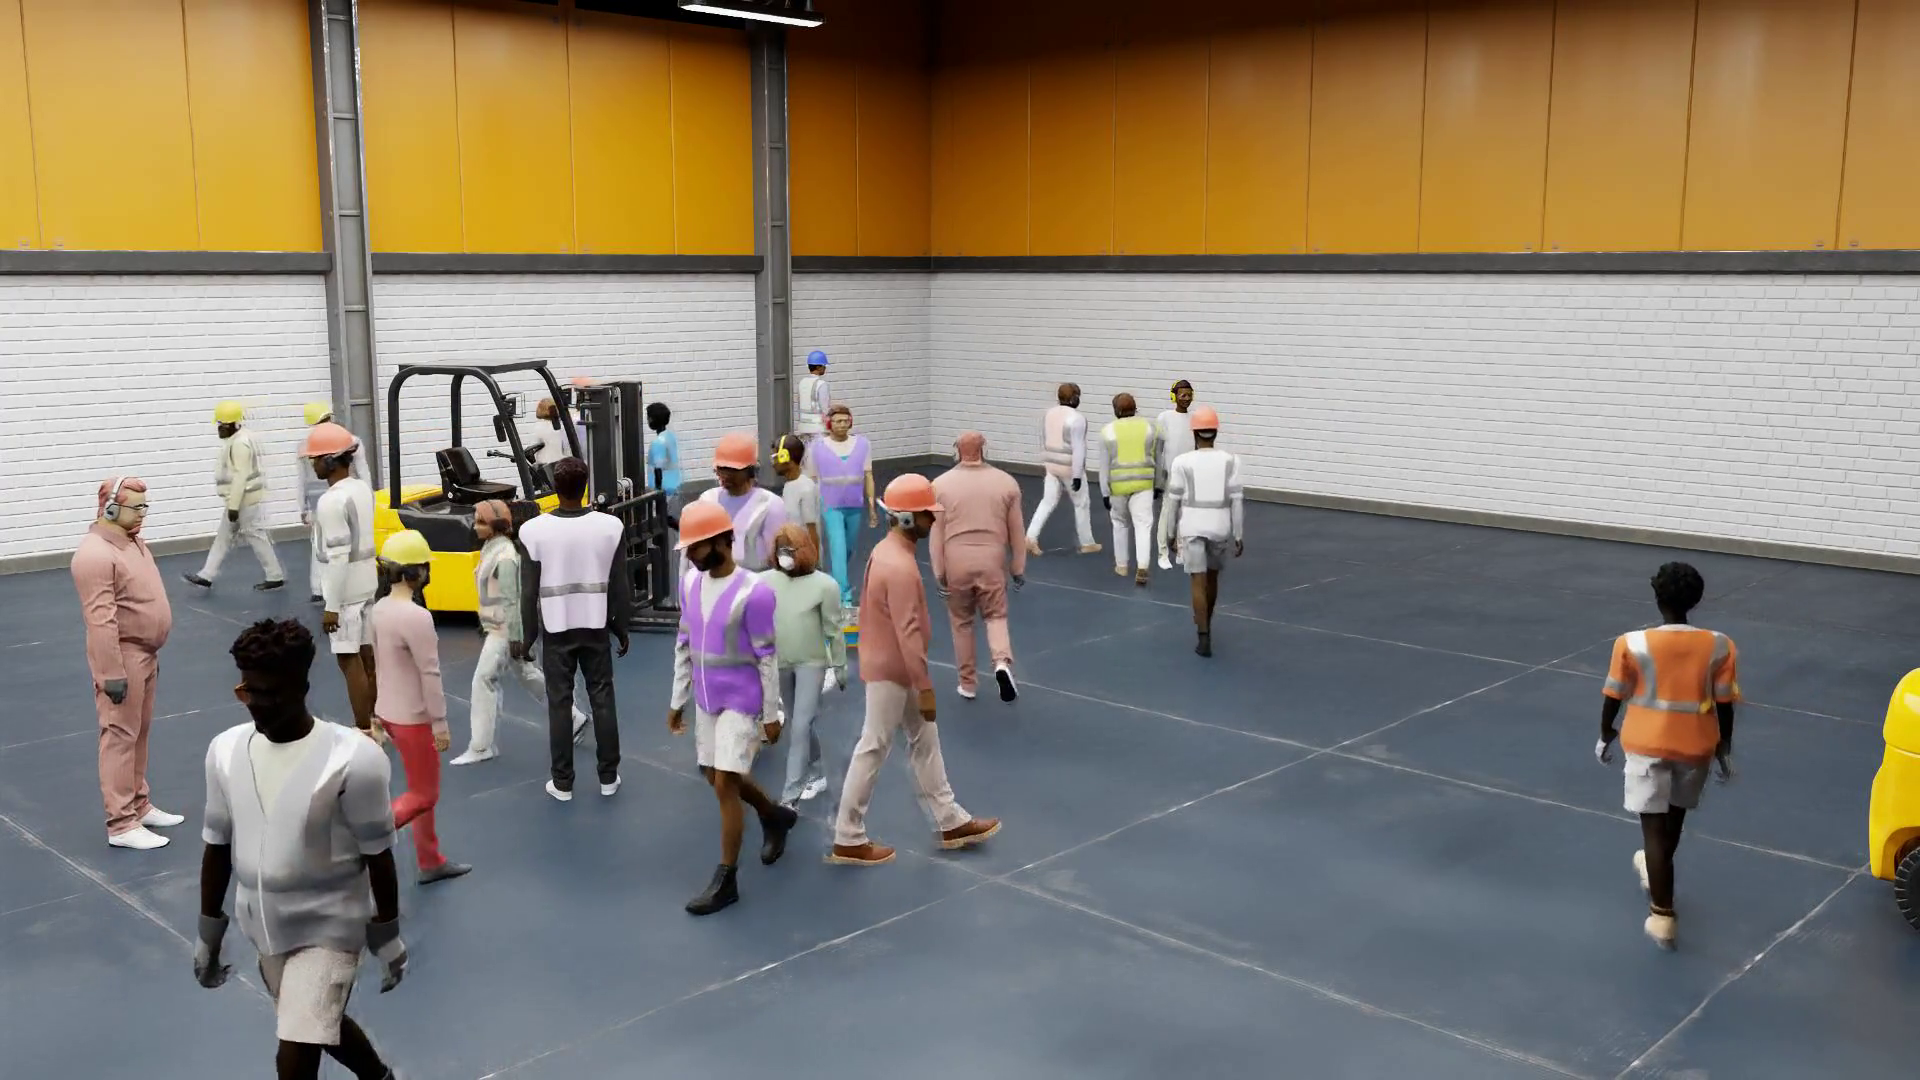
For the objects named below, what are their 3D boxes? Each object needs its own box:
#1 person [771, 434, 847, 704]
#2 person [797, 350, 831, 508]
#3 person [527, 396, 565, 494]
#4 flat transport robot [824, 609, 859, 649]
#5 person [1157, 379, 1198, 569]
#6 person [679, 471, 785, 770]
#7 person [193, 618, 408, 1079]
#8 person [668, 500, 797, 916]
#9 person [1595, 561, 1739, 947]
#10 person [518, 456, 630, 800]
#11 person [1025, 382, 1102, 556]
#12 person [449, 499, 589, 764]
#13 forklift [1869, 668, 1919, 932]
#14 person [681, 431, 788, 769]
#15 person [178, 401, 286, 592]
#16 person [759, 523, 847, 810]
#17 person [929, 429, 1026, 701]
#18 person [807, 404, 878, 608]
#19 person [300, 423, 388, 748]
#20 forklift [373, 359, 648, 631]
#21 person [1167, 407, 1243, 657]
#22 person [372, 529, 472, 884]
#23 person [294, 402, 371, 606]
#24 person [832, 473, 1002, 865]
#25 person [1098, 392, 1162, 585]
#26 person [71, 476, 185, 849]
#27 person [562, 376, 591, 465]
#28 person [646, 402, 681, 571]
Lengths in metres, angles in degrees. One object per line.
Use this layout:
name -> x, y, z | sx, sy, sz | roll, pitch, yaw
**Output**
person -> -1.091, 0.207, 11.275 | 0.444, 1.831, 0.536 | -4, 10, -22
person -> -1.777, -1.369, 20.588 | 0.389, 1.946, 0.614 | -7, 12, -38
person -> -4.286, -0.706, 17.549 | 0.627, 1.610, 0.507 | 7, 12, 38
flat transport robot -> -1.043, 0.707, 12.988 | 1.431, 0.197, 0.652 | -4, 10, -23
person -> 2.169, -0.649, 16.410 | 0.518, 1.874, 0.327 | -4, 10, -23
person -> -1.355, 0.407, 10.027 | 0.718, 1.839, 1.007 | 1, 9, 8
person -> -2.026, 1.161, 5.169 | 0.623, 1.926, 0.997 | 3, 10, 18
person -> -1.039, 0.734, 7.853 | 0.554, 1.902, 0.805 | 8, 12, 40
person -> 3.144, 0.910, 7.484 | 0.557, 1.649, 0.847 | 1, 9, 4
person -> -2.135, 0.495, 9.257 | 0.599, 1.915, 0.376 | -4, 10, -21
person -> 1.041, -0.723, 17.104 | 0.961, 1.803, 0.636 | -8, 12, -39
person -> -2.661, 0.534, 10.005 | 0.805, 1.606, 0.520 | -3, 10, -18
forklift -> 5.205, 0.723, 7.013 | 2.313, 2.155, 1.214 | 9, 13, 43
person -> -1.330, 0.363, 9.761 | 0.641, 2.011, 0.642 | 6, 11, 35
person -> -6.606, -0.374, 15.036 | 0.919, 1.766, 0.628 | -4, 10, -25
person -> -0.895, 0.701, 9.003 | 0.494, 1.582, 0.828 | 4, 10, 23
person -> 0.121, 0.195, 11.229 | 0.663, 1.878, 0.630 | -1, 9, -7
person -> -1.047, -0.283, 14.398 | 0.568, 1.809, 0.918 | -4, 10, -23
person -> -3.708, 0.314, 9.985 | 0.396, 2.038, 0.615 | 0, 9, -1
forklift -> -3.850, -0.407, 13.936 | 2.313, 2.155, 1.214 | 2, 9, 11
person -> 1.893, -0.089, 12.970 | 0.559, 1.874, 1.001 | -1, 9, -3
person -> -2.634, 0.824, 7.760 | 0.665, 1.743, 0.533 | -7, 12, -38
person -> -5.476, -0.302, 14.545 | 0.638, 1.795, 0.412 | -1, 9, -5
person -> -0.207, 0.647, 8.214 | 0.959, 1.947, 0.655 | -1, 9, -5
person -> 1.607, -0.493, 15.689 | 0.626, 1.804, 0.926 | 0, 9, -1
person -> -4.260, 0.619, 8.551 | 0.407, 1.902, 0.639 | -2, 9, -12
person -> -3.689, -0.628, 16.135 | 0.651, 1.914, 0.574 | 7, 12, 37
person -> -2.814, -0.510, 16.174 | 0.628, 1.676, 0.542 | 1, 9, 6
